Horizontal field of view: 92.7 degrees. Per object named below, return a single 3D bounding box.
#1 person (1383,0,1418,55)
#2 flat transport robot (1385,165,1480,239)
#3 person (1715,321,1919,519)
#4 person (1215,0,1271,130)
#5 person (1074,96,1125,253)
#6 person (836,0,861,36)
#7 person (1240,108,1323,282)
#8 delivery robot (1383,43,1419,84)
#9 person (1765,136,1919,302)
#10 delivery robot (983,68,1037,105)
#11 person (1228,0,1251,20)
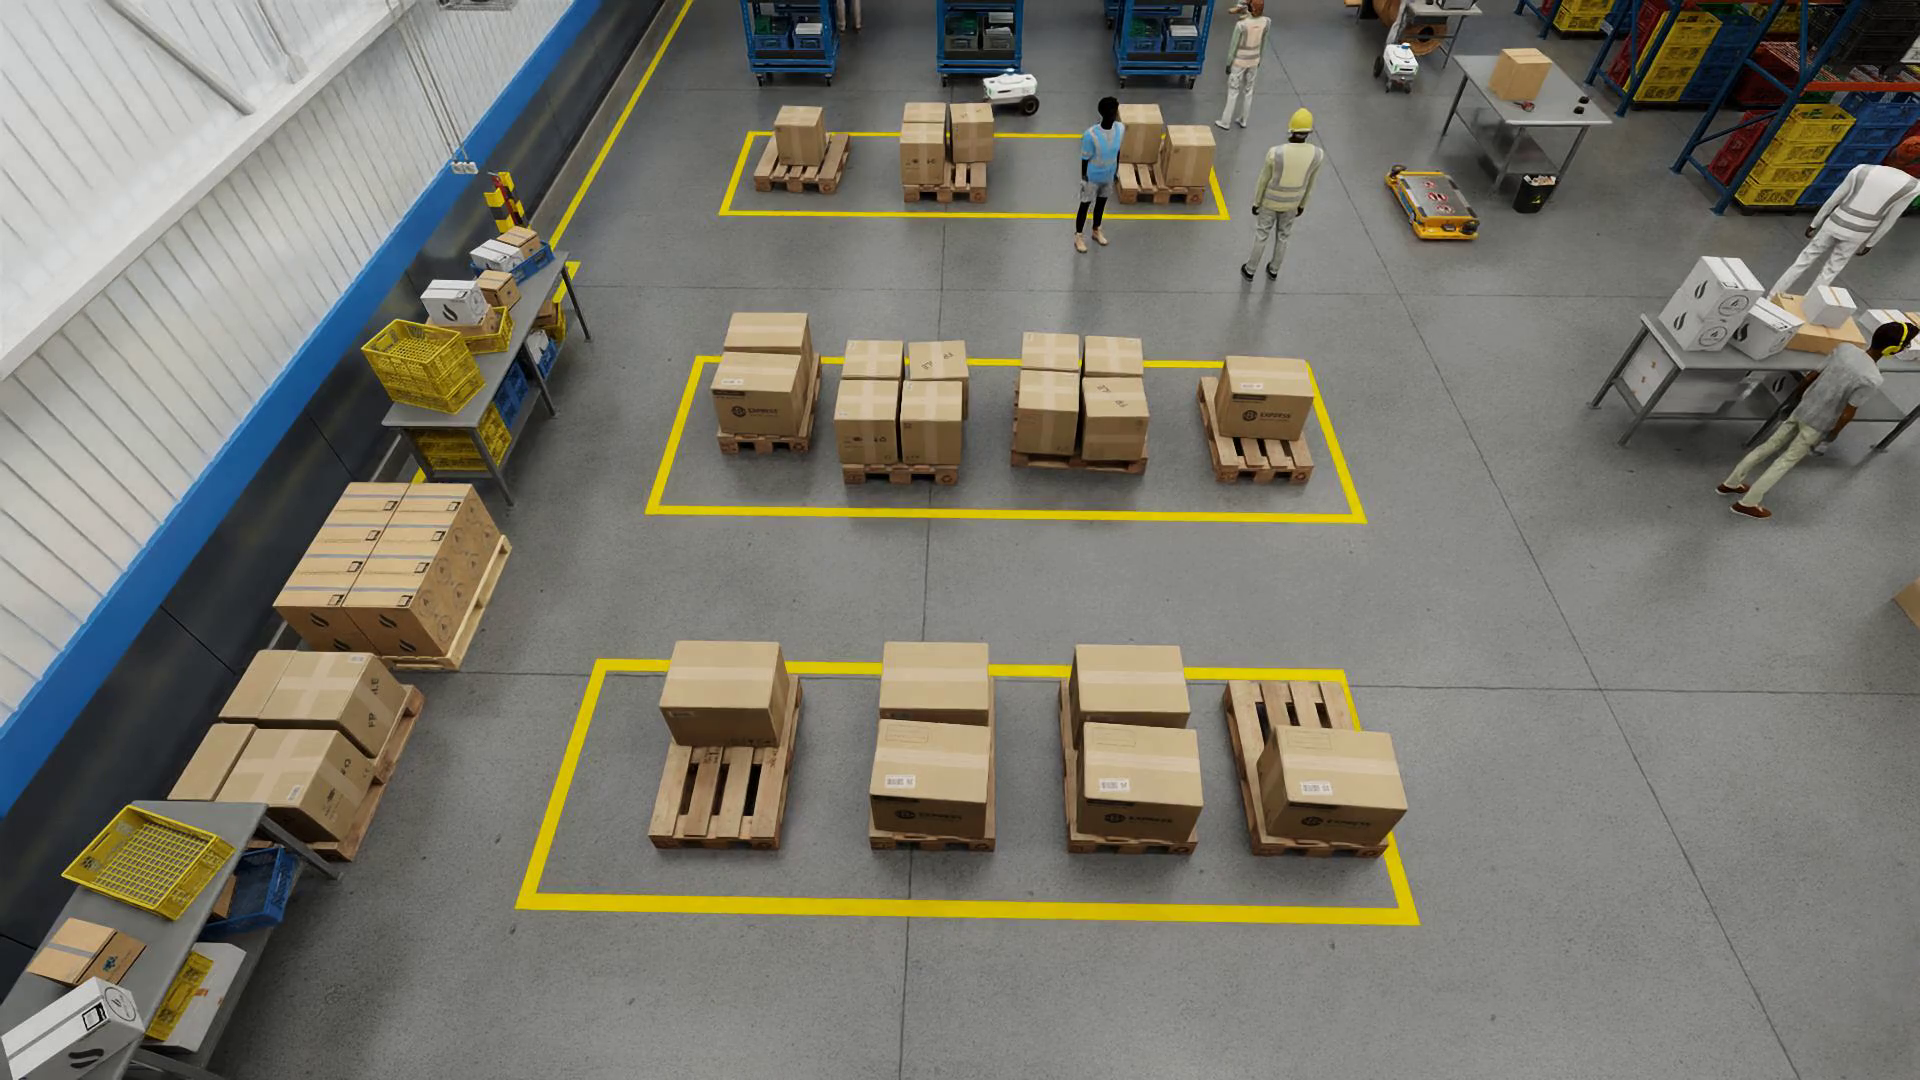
[{"bbox_3d":[6.566,-7.890,13.259,0.385,1.931,0.639,22,53,18],"label":"person"},{"bbox_3d":[5.692,-4.094,11.059,0.652,0.197,1.431,1,49,1],"label":"flat transport robot"},{"bbox_3d":[6.787,-0.951,7.289,0.314,1.869,0.536,0,49,0],"label":"person"},{"bbox_3d":[3.733,-6.256,12.037,0.515,1.633,0.317,-12,50,-10],"label":"person"},{"bbox_3d":[1.528,-3.997,10.037,0.535,1.696,0.322,-22,53,-18],"label":"person"},{"bbox_3d":[-1.767,-8.846,14.052,0.625,1.981,0.412,-19,52,-16],"label":"person"},{"bbox_3d":[3.352,-3.559,9.579,0.580,1.822,0.403,-1,49,0],"label":"person"},{"bbox_3d":[6.373,-6.919,13.258,0.477,0.478,0.707,4,49,4],"label":"delivery robot"},{"bbox_3d":[8.795,-3.068,9.119,0.345,1.878,0.578,-35,58,-26],"label":"person"},{"bbox_3d":[0.689,-6.263,12.690,0.707,0.478,0.477,-10,50,-8],"label":"delivery robot"},{"bbox_3d":[4.700,-9.299,14.533,0.429,1.843,0.629,-15,51,-13],"label":"person"}]
